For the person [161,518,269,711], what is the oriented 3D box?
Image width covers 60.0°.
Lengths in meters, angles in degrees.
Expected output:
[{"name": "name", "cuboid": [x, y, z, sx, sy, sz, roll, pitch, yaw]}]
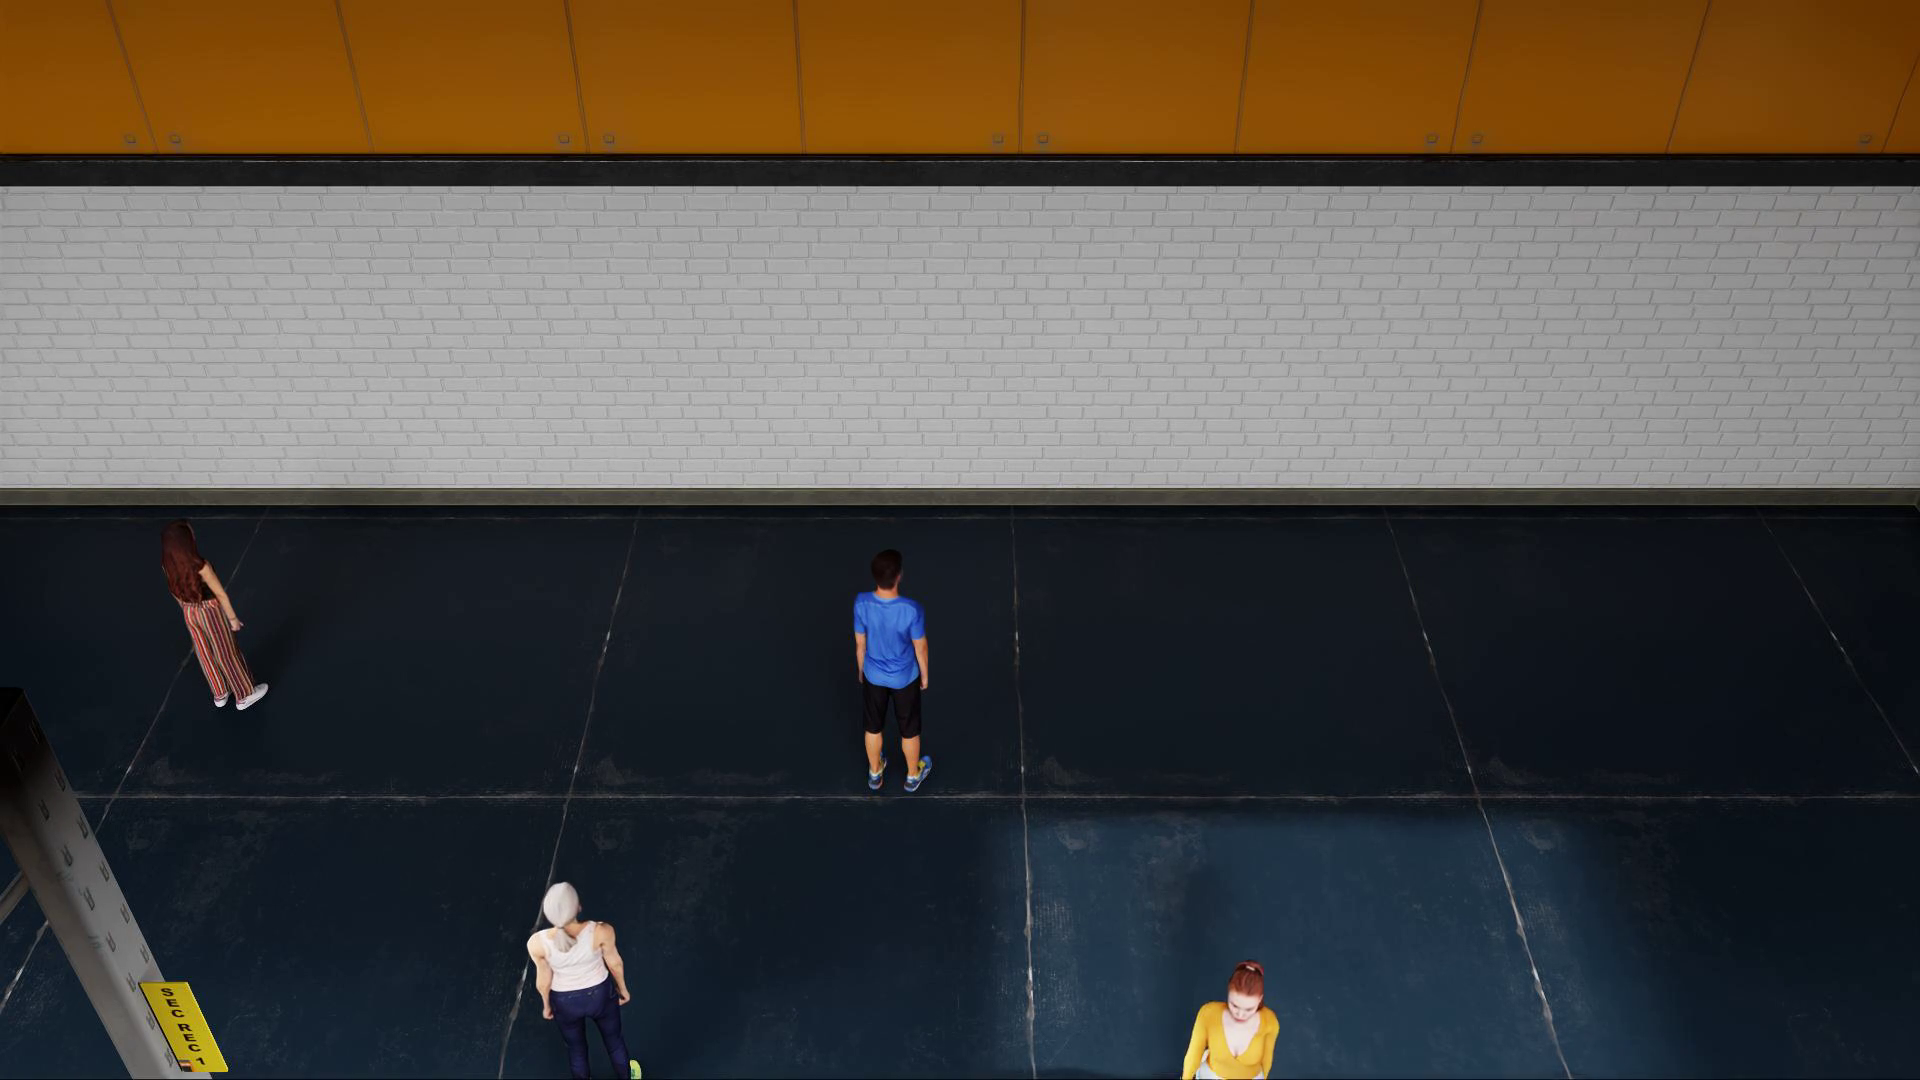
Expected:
[{"name": "person", "cuboid": [-5.088, 0.493, 11.216, 0.611, 1.561, 0.591, 11, 40, 13]}]

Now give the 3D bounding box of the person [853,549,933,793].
[{"name": "person", "cuboid": [-0.444, 0.848, 10.527, 0.650, 1.865, 0.605, 7, 39, 8]}]

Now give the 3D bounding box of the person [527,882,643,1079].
[{"name": "person", "cuboid": [-1.968, 2.409, 8.703, 0.658, 1.703, 0.610, -9, 39, -11]}]

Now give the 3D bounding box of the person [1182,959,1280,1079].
[{"name": "person", "cuboid": [1.344, 2.667, 8.388, 0.761, 1.694, 1.240, 7, 39, 9]}]
